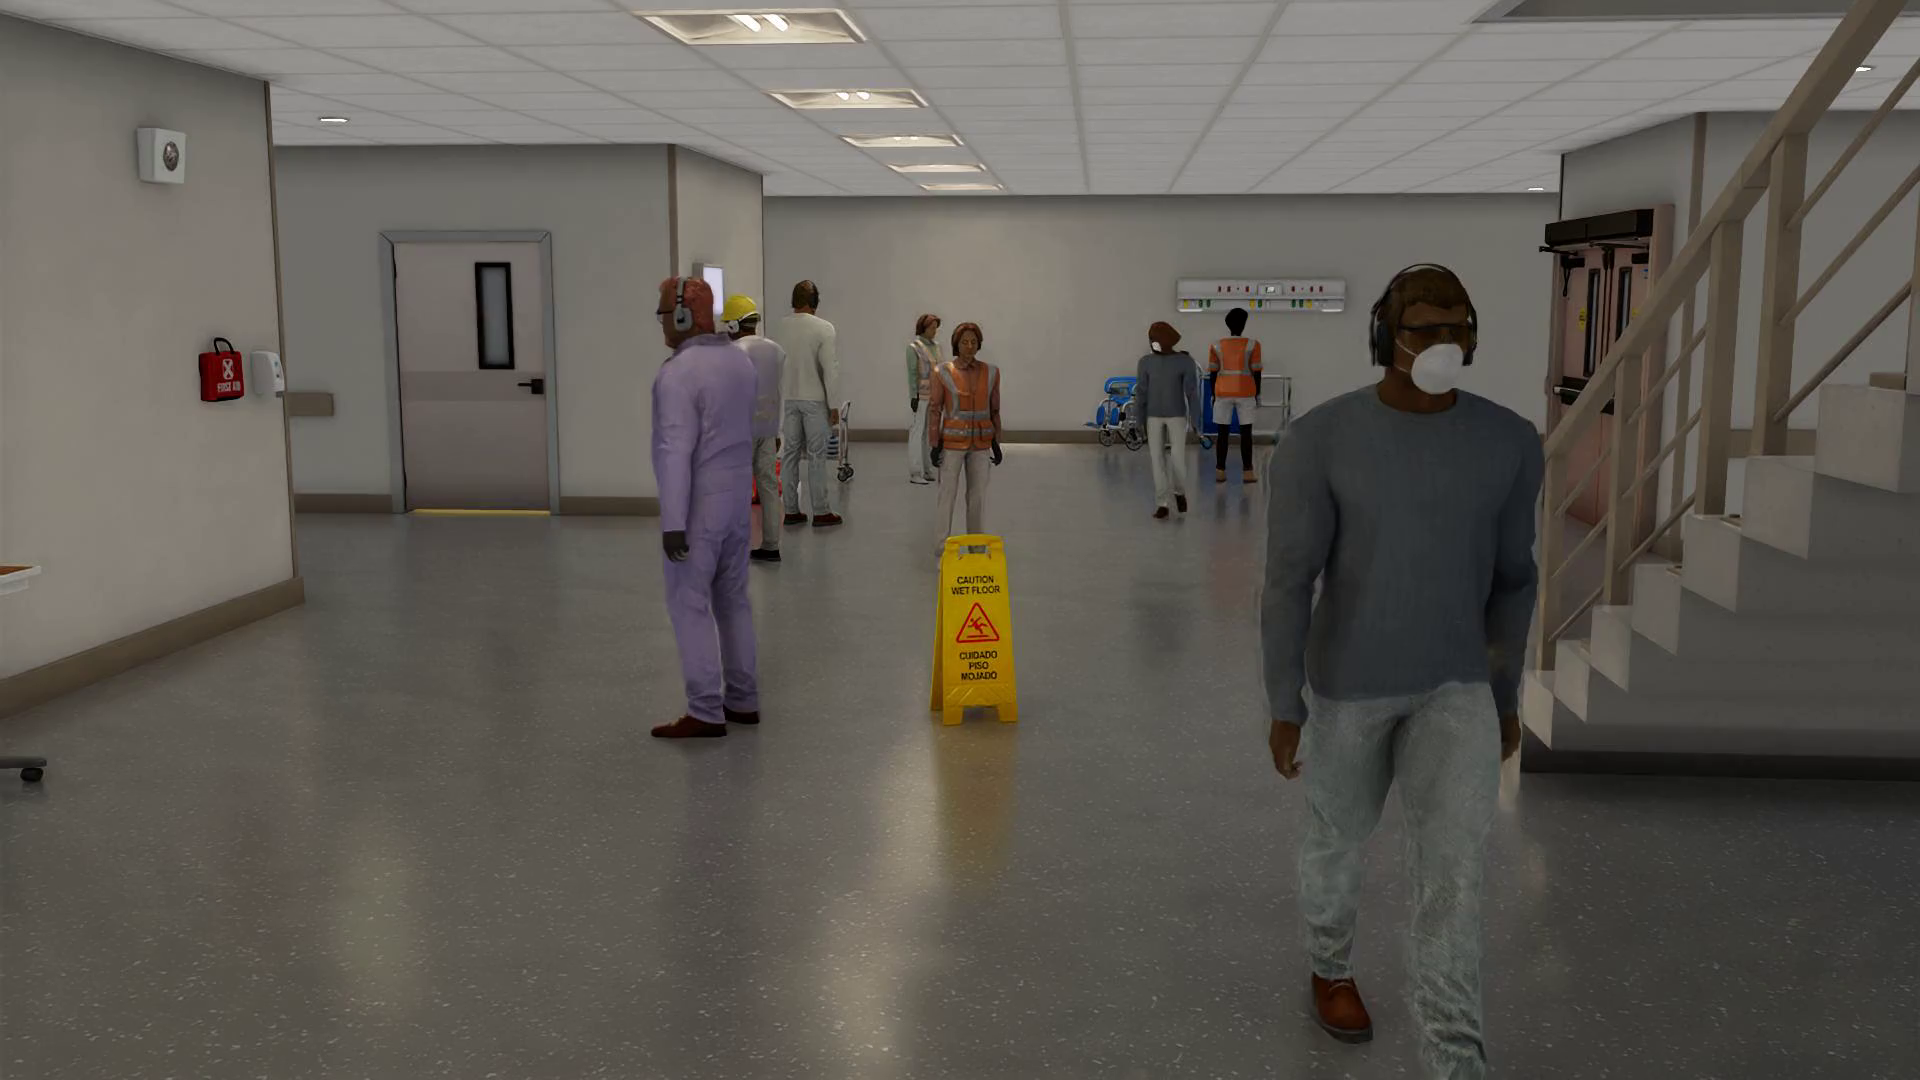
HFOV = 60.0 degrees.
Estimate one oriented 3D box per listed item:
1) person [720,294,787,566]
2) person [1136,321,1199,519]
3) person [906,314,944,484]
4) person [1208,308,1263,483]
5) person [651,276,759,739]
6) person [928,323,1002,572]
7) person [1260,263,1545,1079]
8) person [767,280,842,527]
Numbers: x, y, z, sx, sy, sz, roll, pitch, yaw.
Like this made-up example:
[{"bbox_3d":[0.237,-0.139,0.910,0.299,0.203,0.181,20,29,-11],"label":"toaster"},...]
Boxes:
[{"bbox_3d":[-1.432,-0.733,11.195,0.403,1.824,0.591,8,12,44],"label":"person"},{"bbox_3d":[1.707,-0.980,13.604,0.539,1.609,0.436,4,9,24],"label":"person"},{"bbox_3d":[-0.330,-1.362,16.089,0.307,1.638,0.511,6,10,35],"label":"person"},{"bbox_3d":[2.664,-1.391,16.084,0.529,1.697,0.321,3,9,21],"label":"person"},{"bbox_3d":[-1.083,-0.134,6.881,0.397,1.895,0.662,4,9,23],"label":"person"},{"bbox_3d":[0.035,-0.605,10.933,0.521,1.638,0.311,-4,9,-23],"label":"person"},{"bbox_3d":[0.989,0.333,3.742,0.646,1.888,1.006,0,8,-2],"label":"person"},{"bbox_3d":[-1.212,-1.067,13.083,0.628,1.935,0.373,4,9,27],"label":"person"}]
